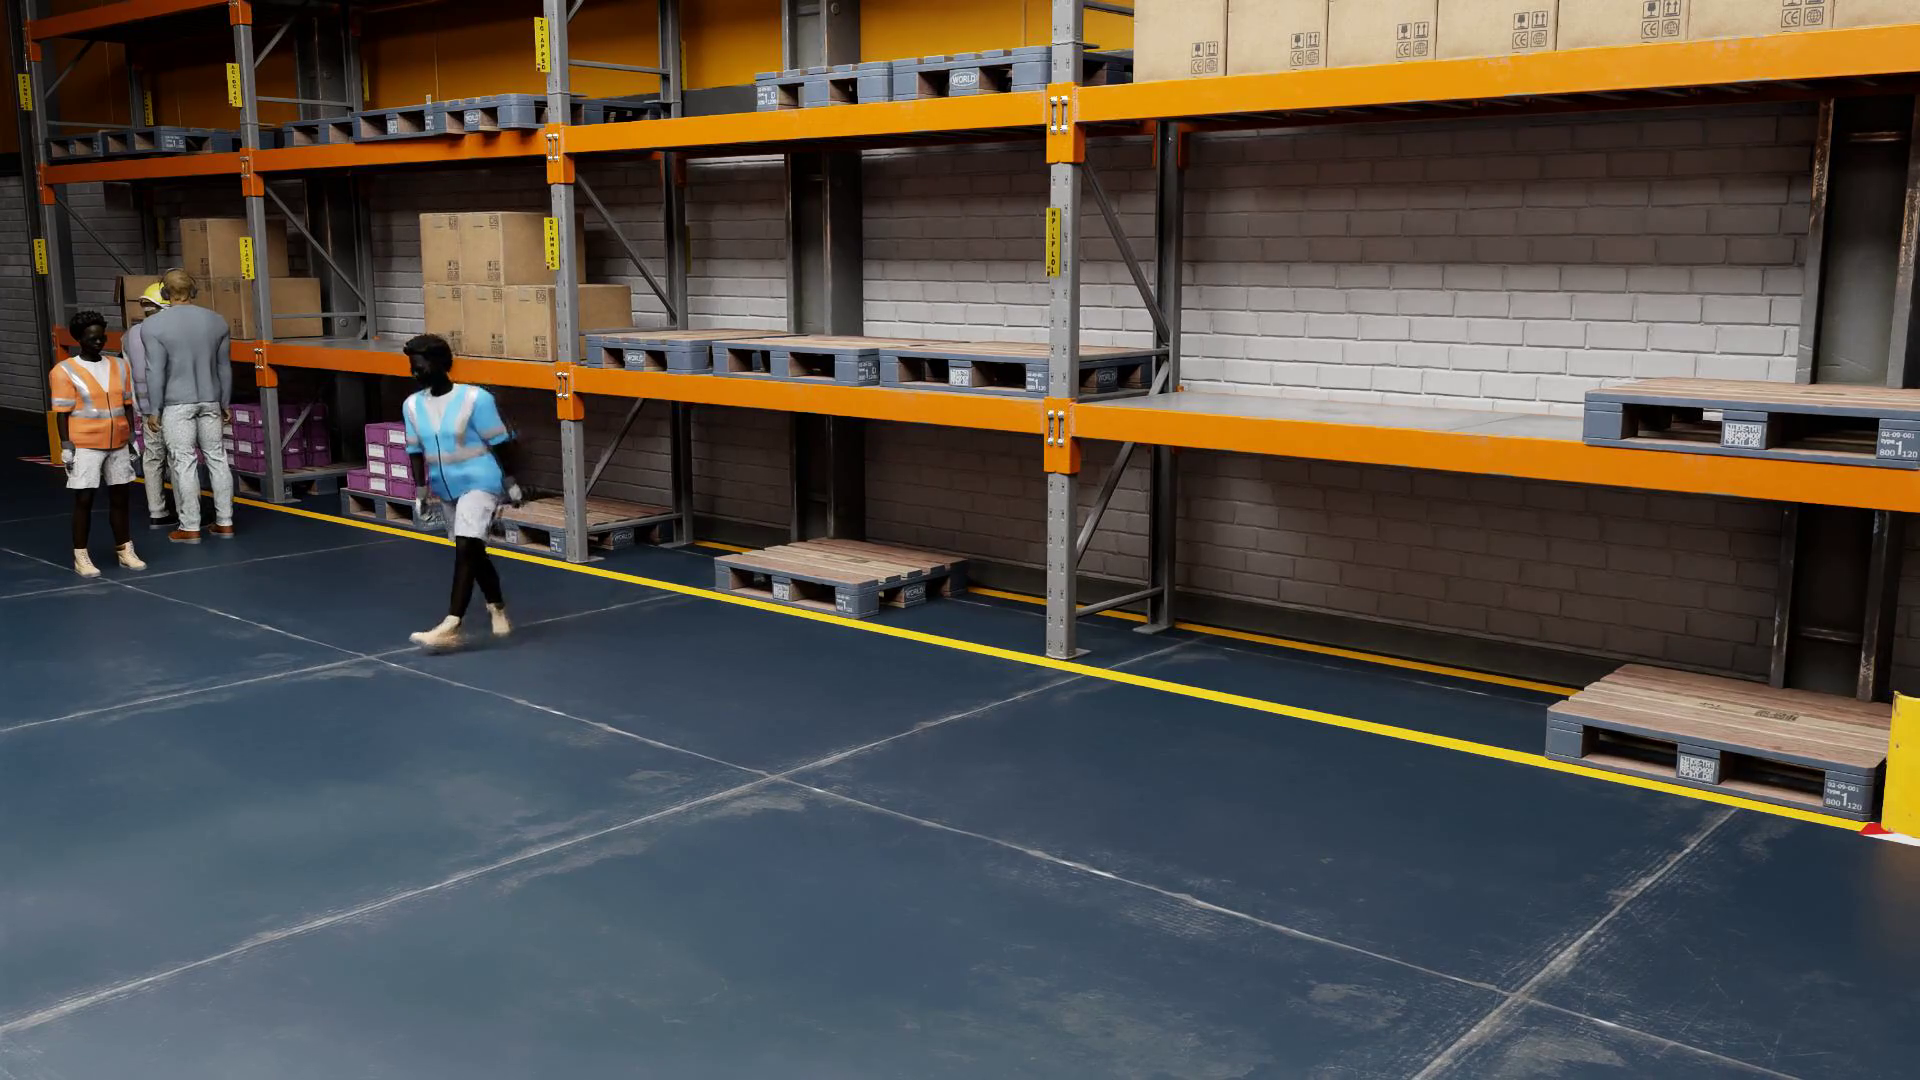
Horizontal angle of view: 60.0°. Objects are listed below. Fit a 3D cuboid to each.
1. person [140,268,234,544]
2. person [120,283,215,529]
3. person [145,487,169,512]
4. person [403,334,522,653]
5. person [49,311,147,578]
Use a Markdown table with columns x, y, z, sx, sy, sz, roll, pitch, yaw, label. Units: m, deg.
| x | y | z | sx | sy | sz | roll | pitch | yaw | label |
| --- | --- | --- | --- | --- | --- | --- | --- | --- | --- |
| -5.432 | -0.940 | 11.733 | 0.375 | 1.936 | 0.628 | 7 | 12 | 36 | person |
| -5.838 | -0.974 | 12.251 | 0.589 | 1.822 | 0.403 | 4 | 11 | 20 | person |
| -6.238 | -1.020 | 13.075 | 0.277 | 1.629 | 0.496 | 7 | 12 | 35 | person |
| -2.595 | -0.252 | 8.648 | 0.549 | 1.637 | 0.737 | 5 | 11 | 25 | person |
| -5.465 | -0.604 | 10.538 | 0.320 | 1.687 | 0.534 | 6 | 11 | 29 | person |
